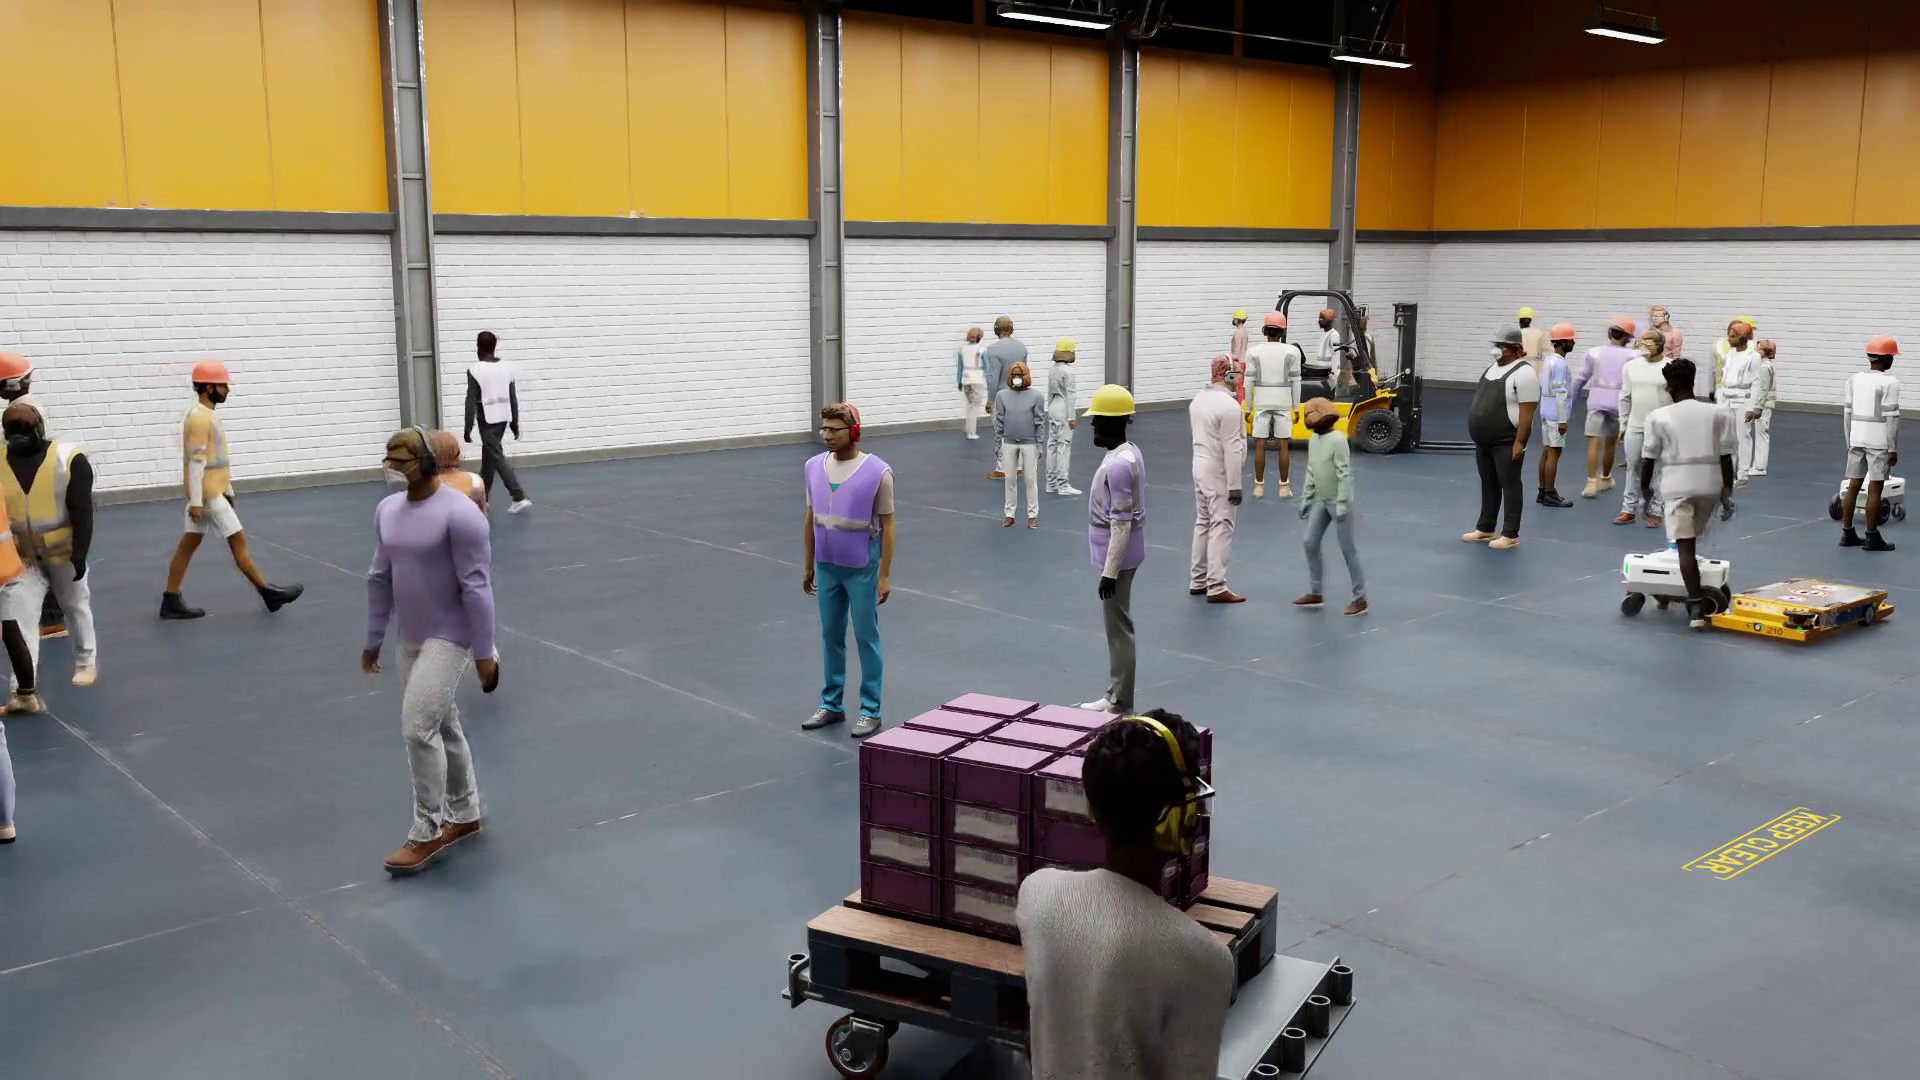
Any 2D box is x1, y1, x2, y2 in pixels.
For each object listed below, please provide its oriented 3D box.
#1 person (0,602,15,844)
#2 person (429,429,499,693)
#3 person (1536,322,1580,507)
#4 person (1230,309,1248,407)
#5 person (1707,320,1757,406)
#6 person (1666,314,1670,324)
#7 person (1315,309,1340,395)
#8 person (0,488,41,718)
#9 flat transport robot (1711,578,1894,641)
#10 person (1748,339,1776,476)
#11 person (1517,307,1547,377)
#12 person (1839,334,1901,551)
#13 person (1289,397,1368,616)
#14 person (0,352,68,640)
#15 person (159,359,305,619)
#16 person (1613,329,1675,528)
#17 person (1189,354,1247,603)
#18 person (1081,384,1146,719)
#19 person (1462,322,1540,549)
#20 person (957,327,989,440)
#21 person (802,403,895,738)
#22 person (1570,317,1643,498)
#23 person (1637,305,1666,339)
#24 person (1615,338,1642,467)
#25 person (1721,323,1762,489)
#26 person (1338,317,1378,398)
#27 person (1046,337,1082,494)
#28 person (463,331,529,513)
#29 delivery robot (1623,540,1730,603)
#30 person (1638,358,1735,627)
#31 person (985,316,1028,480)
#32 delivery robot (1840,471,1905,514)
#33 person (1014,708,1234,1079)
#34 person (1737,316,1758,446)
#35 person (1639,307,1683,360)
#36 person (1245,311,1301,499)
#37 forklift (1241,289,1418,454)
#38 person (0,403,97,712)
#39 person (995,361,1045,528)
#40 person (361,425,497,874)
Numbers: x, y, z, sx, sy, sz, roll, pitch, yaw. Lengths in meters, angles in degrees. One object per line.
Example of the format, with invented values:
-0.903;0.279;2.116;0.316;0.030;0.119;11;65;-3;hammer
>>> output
-4.448;0.527;7.282;0.327;1.761;0.522;5;11;25;person
-3.009;0.153;9.881;0.519;1.619;0.585;-9;13;-42;person
6.313;-1.320;17.558;0.353;1.942;0.545;1;10;6;person
4.585;-2.911;27.374;0.301;1.772;0.531;5;11;25;person
10.279;-2.016;22.098;0.637;1.801;0.979;3;10;15;person
11.745;-2.971;27.934;0.322;1.697;0.534;-8;12;-38;person
5.264;-2.363;23.829;0.337;1.882;0.584;0;10;-2;person
-5.550;0.212;9.367;0.571;1.679;0.543;-1;10;-8;person
6.046;0.481;11.898;1.431;0.197;0.652;-8;12;-39;flat transport robot
9.636;-1.588;19.997;0.308;1.645;0.517;5;11;25;person
8.232;-2.456;24.369;0.627;1.882;0.952;0;10;-2;person
8.206;-0.873;14.951;0.360;1.939;0.543;-3;10;-19;person
2.738;-0.254;12.307;0.540;1.595;0.531;-3;10;-18;person
-6.430;-0.301;11.462;0.391;1.986;0.608;-7;12;-35;person
-5.387;-0.366;12.116;1.025;1.882;0.561;-4;11;-23;person
6.717;-1.084;16.197;0.629;1.936;0.372;9;13;44;person
1.996;-0.475;12.752;0.398;1.899;0.653;-3;10;-16;person
0.855;0.093;9.326;0.366;1.927;0.588;1;10;5;person
4.879;-0.949;15.094;0.537;2.000;0.682;-3;10;-18;person
0.233;-2.261;23.996;0.519;1.617;0.536;7;12;35;person
-0.613;0.159;9.189;0.570;1.840;0.372;6;11;31;person
7.085;-1.454;18.284;0.743;1.972;1.038;4;10;21;person
11.245;-2.923;27.218;0.657;1.852;1.009;-6;11;-30;person
8.423;-1.689;20.616;0.279;1.634;0.497;-4;10;-21;person
8.855;-1.525;18.935;0.357;1.881;0.574;-2;10;-10;person
5.842;-2.335;24.008;1.005;1.790;0.533;7;12;37;person
1.152;-1.381;18.494;0.315;1.743;0.487;-5;11;-26;person
-4.815;-1.223;17.194;0.976;1.880;0.605;6;11;29;person
5.237;0.245;12.173;0.707;0.478;0.477;5;11;27;delivery robot
5.233;-0.353;12.005;0.615;1.897;0.986;0;10;3;person
0.540;-1.678;19.667;0.350;1.935;0.635;9;13;43;person
9.096;-0.507;16.577;0.707;0.478;0.477;-7;12;-36;delivery robot
0.379;1.205;3.100;0.887;1.824;0.560;-9;13;-43;person
10.931;-2.230;23.302;0.443;1.804;0.631;1;10;8;person
10.062;-2.413;24.058;0.409;1.909;0.643;-9;13;-43;person
3.396;-1.460;18.074;0.605;2.045;0.379;3;10;14;person
5.034;-2.339;22.783;2.313;2.155;1.214;3;10;16;forklift
-5.441;0.073;9.876;0.617;1.792;0.970;-2;10;-13;person
0.578;-0.920;16.146;0.501;1.625;0.282;3;10;16;person
-2.370;0.468;7.179;0.647;1.912;0.770;7;12;35;person
